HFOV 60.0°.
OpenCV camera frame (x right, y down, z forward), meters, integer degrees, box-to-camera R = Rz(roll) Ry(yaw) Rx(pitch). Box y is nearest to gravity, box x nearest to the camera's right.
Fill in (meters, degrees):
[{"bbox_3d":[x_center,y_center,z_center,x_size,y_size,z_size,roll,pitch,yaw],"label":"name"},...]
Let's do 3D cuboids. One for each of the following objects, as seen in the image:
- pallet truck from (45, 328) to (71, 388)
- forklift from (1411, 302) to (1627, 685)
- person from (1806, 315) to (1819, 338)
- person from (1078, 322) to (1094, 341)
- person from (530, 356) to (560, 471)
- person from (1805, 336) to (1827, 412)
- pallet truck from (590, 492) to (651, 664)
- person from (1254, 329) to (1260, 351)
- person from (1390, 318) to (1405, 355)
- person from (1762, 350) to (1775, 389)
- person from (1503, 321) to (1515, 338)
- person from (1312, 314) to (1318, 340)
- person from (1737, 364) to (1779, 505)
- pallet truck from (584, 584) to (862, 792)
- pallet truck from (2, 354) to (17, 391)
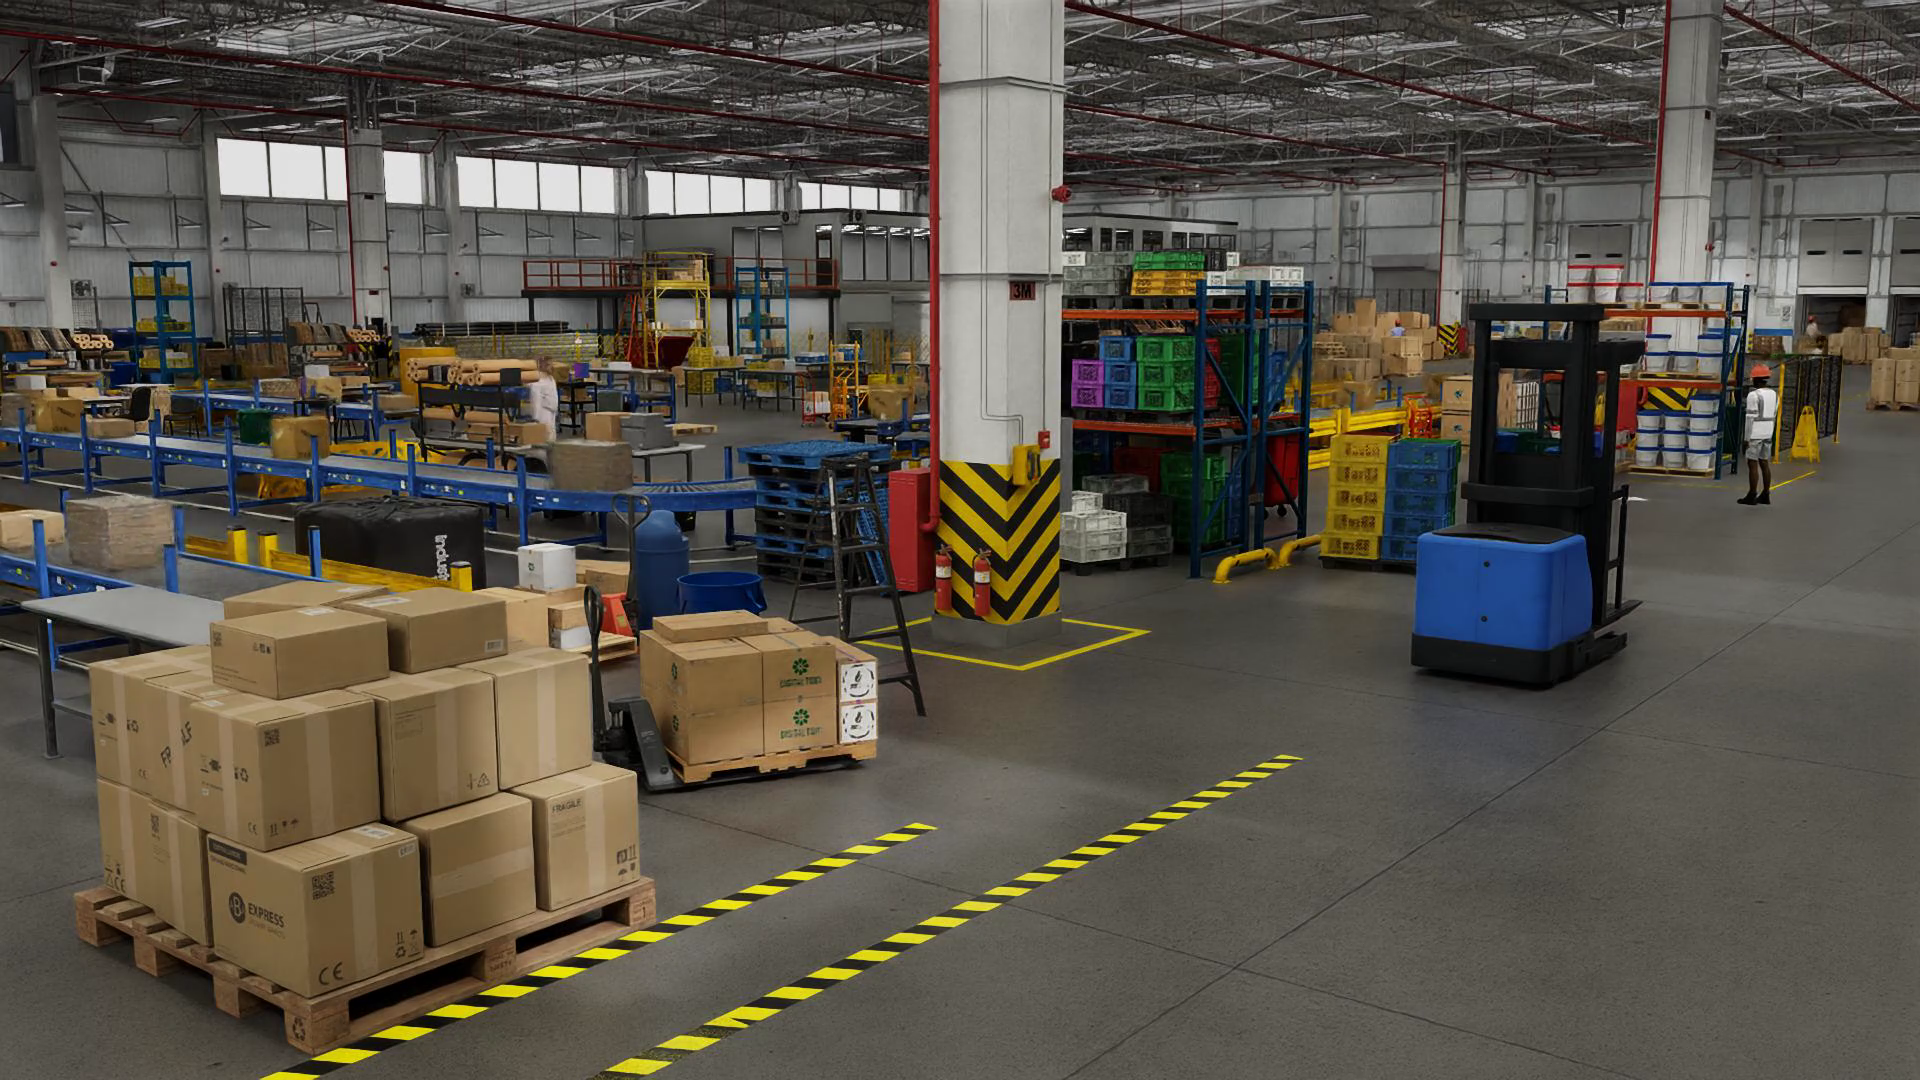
[{"bbox_3d":[-23.775,-4.544,43.495,1.885,1.965,0.823,6,10,35],"label":"pallet truck"},{"bbox_3d":[4.379,-0.438,12.852,1.129,2.768,1.873,7,11,37],"label":"forklift"},{"bbox_3d":[36.835,-8.713,71.751,0.970,1.959,0.602,-1,9,-8],"label":"person"},{"bbox_3d":[4.686,-7.253,62.213,0.590,1.863,0.640,3,9,17],"label":"person"},{"bbox_3d":[-6.671,-2.029,26.911,0.431,1.892,0.646,1,8,6],"label":"person"},{"bbox_3d":[20.964,-4.043,40.577,0.641,1.853,0.501,8,12,43],"label":"person"},{"bbox_3d":[-3.115,0.344,12.883,0.653,1.274,1.630,7,11,37],"label":"pallet truck"},{"bbox_3d":[12.142,-8.085,68.096,0.501,1.799,0.966,7,11,40],"label":"person"},{"bbox_3d":[16.678,-7.474,63.433,0.545,1.942,0.352,2,9,11],"label":"person"},{"bbox_3d":[18.052,-3.411,37.088,0.529,1.619,0.546,2,9,14],"label":"person"},{"bbox_3d":[26.232,-9.806,79.242,0.608,1.924,0.853,-5,10,-32],"label":"person"},{"bbox_3d":[18.474,-10.939,87.147,0.619,1.839,0.430,2,9,13],"label":"person"},{"bbox_3d":[10.930,-1.436,22.793,0.539,1.930,0.385,-5,10,-28],"label":"person"},{"bbox_3d":[-1.426,0.805,10.019,1.601,1.201,0.680,-4,9,-26],"label":"pallet truck"},{"bbox_3d":[-24.881,-4.417,42.634,1.885,1.965,0.823,8,11,41],"label":"pallet truck"}]
